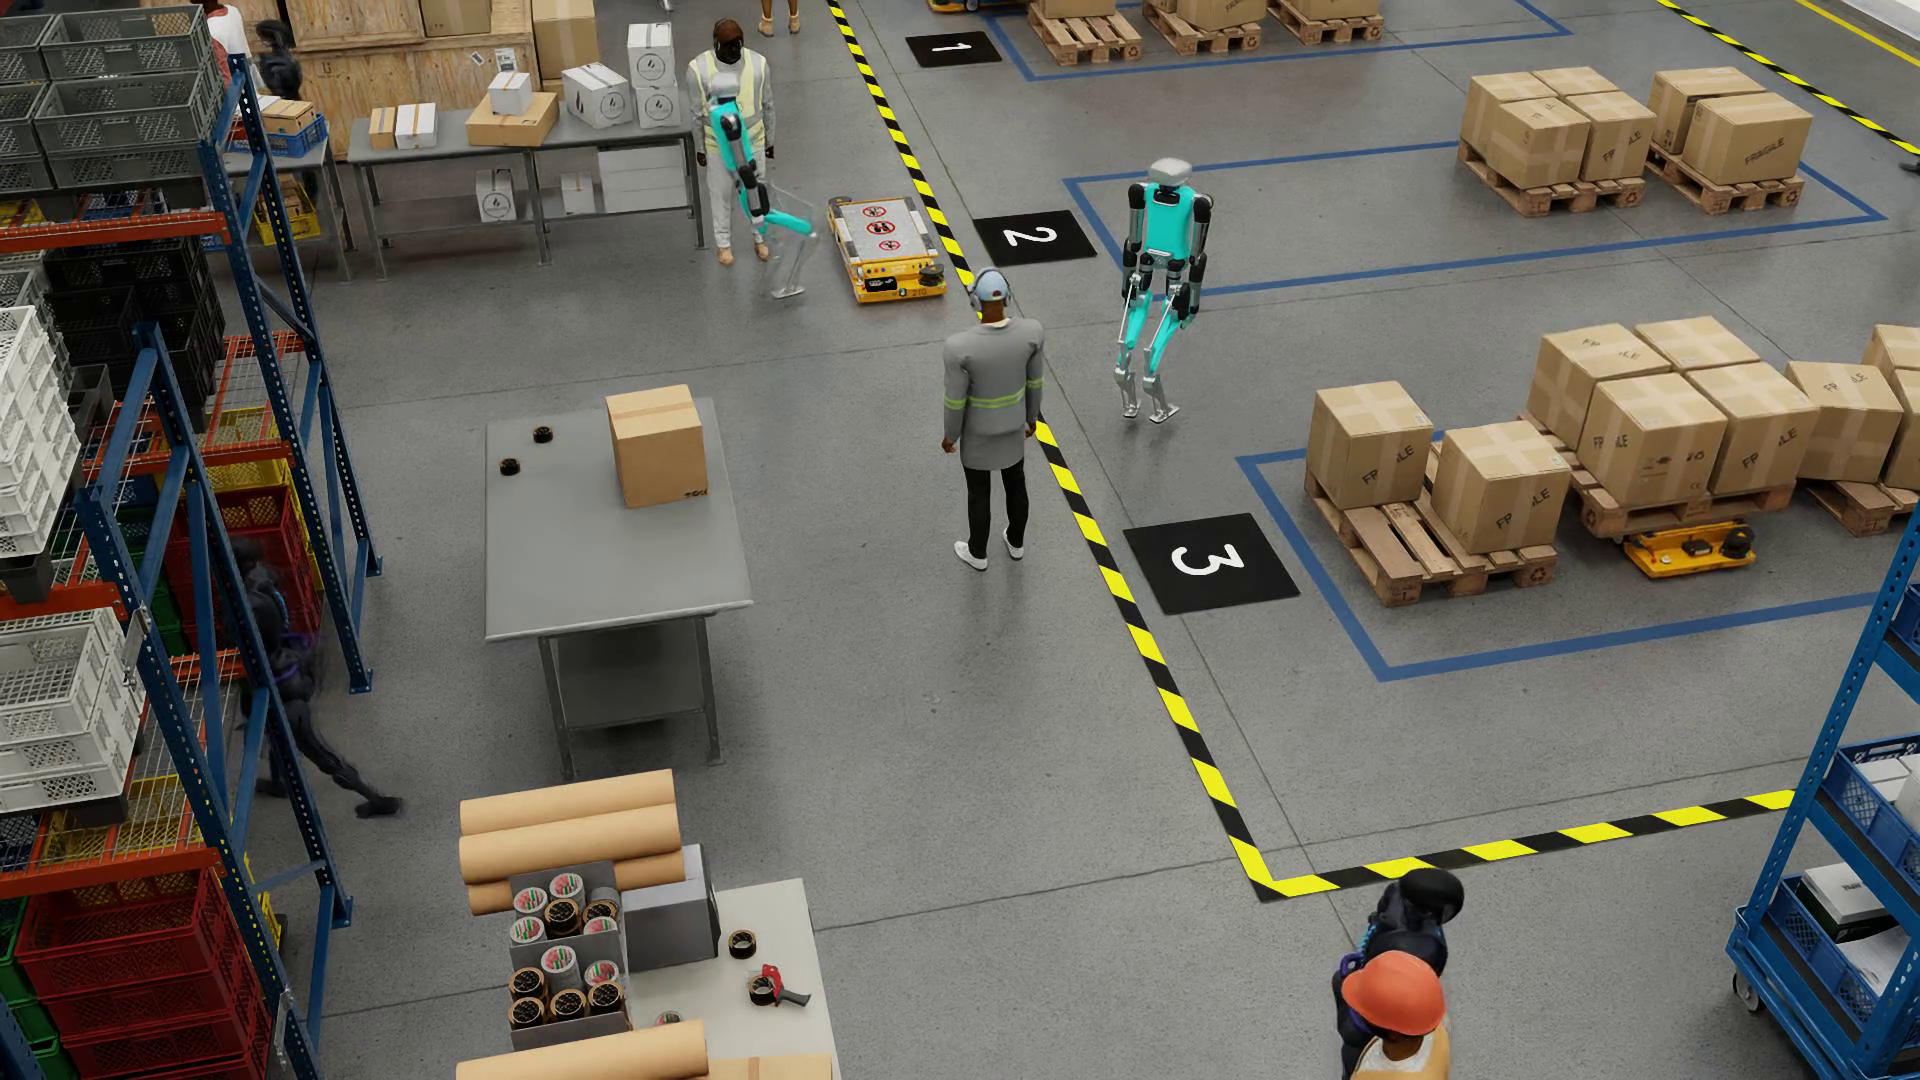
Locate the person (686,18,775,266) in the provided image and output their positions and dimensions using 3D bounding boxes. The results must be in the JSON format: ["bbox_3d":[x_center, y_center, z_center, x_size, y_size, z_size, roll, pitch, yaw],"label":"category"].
[{"bbox_3d":[-1.639,-2.899,12.141,0.622,1.837,0.429,-11,38,-14],"label":"person"}]

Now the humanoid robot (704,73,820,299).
[{"bbox_3d":[-1.303,-2.380,11.613,0.842,1.857,0.543,-12,38,-16],"label":"humanoid robot"}]

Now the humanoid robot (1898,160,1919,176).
[{"bbox_3d":[8.111,-3.655,13.293,0.610,1.639,0.567,-14,39,-18],"label":"humanoid robot"}]

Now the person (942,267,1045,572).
[{"bbox_3d":[0.167,-0.656,9.111,0.587,1.851,0.392,-14,39,-18],"label":"person"}]

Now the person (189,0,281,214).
[{"bbox_3d":[-5.525,-3.401,12.745,0.372,1.914,0.596,-4,37,-5],"label":"person"}]

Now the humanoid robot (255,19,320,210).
[{"bbox_3d":[-5.024,-3.114,12.561,0.327,1.657,0.583,-7,37,-9],"label":"humanoid robot"}]

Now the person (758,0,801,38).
[{"bbox_3d":[-1.805,-5.868,15.953,0.606,2.047,0.366,-10,38,-13],"label":"person"}]

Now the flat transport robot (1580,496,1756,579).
[{"bbox_3d":[4.058,-0.304,9.939,0.652,0.197,1.431,-8,37,-10],"label":"flat transport robot"}]

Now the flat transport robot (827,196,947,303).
[{"bbox_3d":[-0.570,-2.220,12.538,0.659,0.231,1.431,-8,37,-10],"label":"flat transport robot"}]

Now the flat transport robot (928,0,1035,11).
[{"bbox_3d":[0.363,-5.720,17.219,1.431,0.197,0.652,-8,37,-10],"label":"flat transport robot"}]

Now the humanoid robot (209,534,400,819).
[{"bbox_3d":[-3.093,0.658,7.535,0.802,1.625,0.589,-1,37,-2],"label":"humanoid robot"}]

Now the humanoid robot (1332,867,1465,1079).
[{"bbox_3d":[1.463,1.739,6.054,0.457,1.644,0.601,0,37,0],"label":"humanoid robot"}]

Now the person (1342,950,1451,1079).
[{"bbox_3d":[1.325,2.024,5.438,0.375,1.932,0.550,16,39,20],"label":"person"}]

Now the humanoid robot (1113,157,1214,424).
[{"bbox_3d":[1.152,-1.445,10.154,0.533,1.677,0.735,18,40,22],"label":"humanoid robot"}]

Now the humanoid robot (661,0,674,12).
[{"bbox_3d":[-3.178,-6.188,16.641,0.538,1.761,0.886,-12,38,-16],"label":"humanoid robot"}]
